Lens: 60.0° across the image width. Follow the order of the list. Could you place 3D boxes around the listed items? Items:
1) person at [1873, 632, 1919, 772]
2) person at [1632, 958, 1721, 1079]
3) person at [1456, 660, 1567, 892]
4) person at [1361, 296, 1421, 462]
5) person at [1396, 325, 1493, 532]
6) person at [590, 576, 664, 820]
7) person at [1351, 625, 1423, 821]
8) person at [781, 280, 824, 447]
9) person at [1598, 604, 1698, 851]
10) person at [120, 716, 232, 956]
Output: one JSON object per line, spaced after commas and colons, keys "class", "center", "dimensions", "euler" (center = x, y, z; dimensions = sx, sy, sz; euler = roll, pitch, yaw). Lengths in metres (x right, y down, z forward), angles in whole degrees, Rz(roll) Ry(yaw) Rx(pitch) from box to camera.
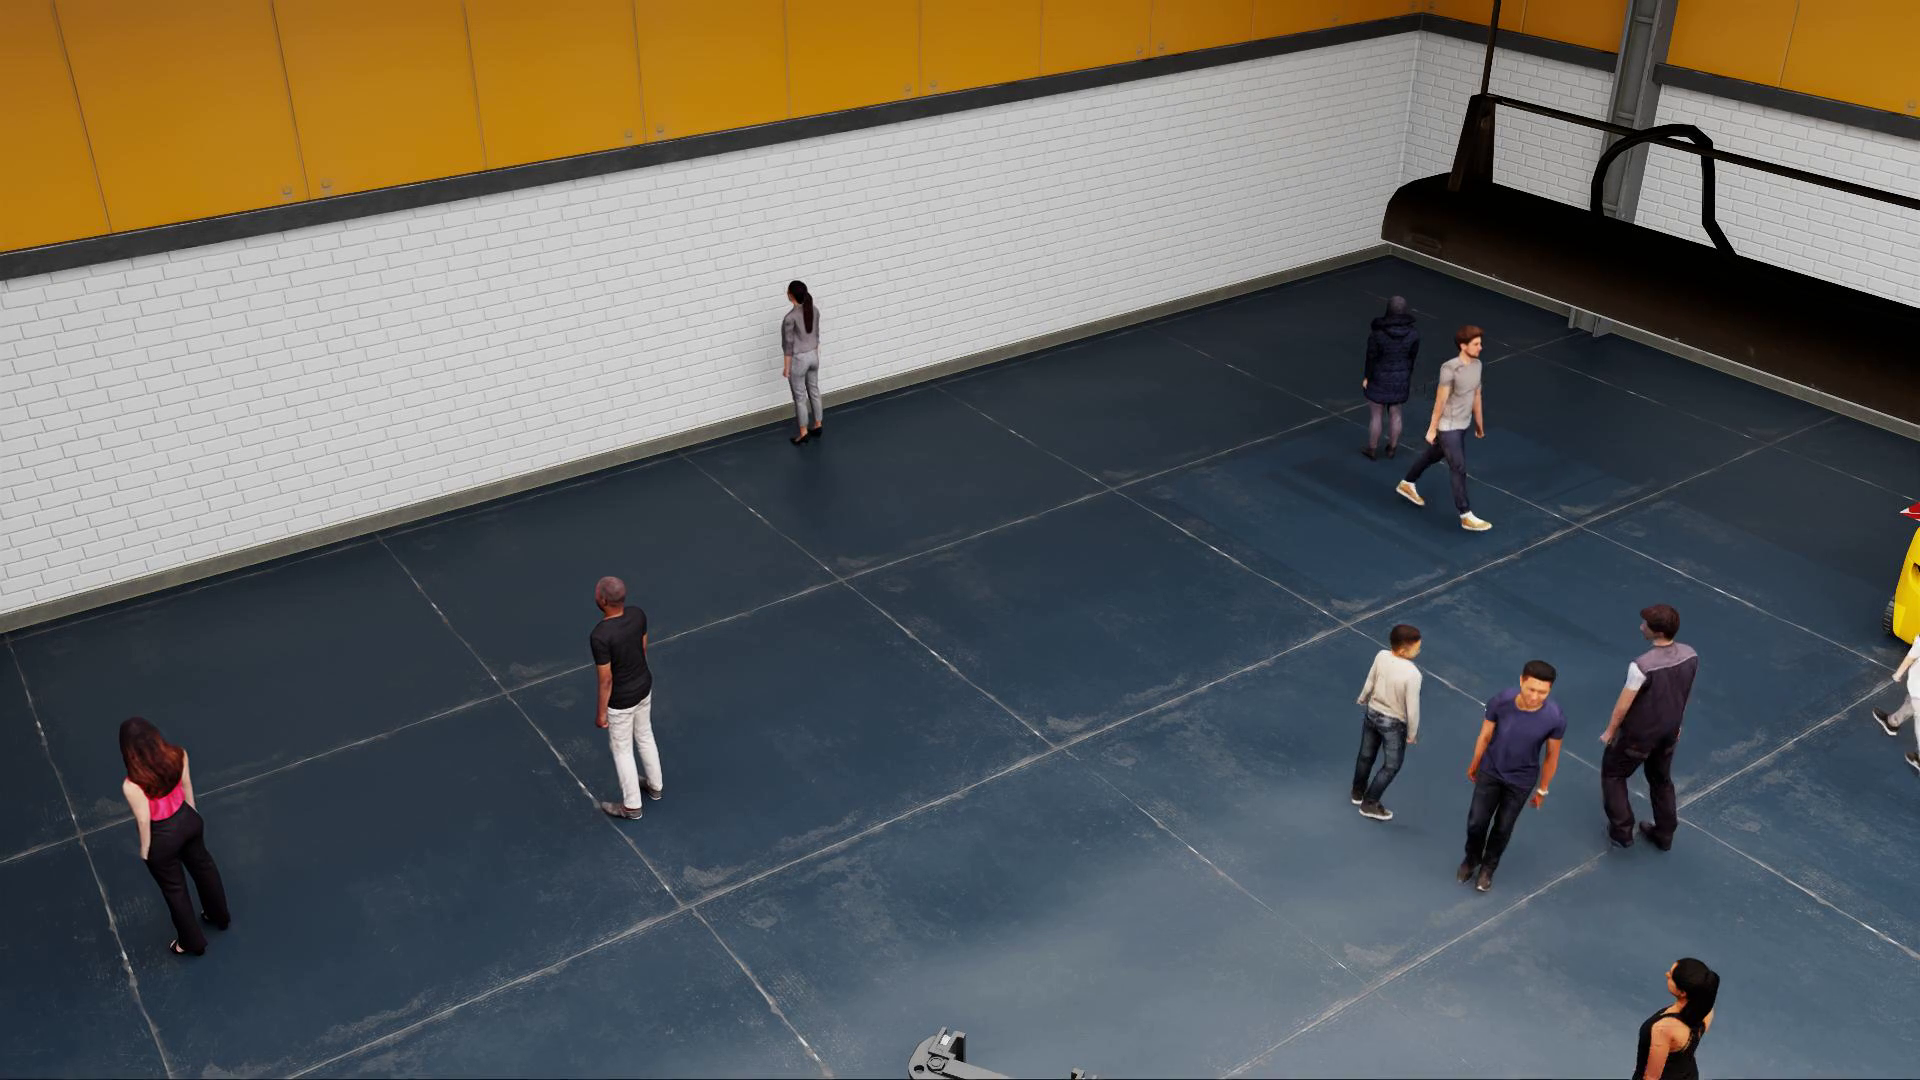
{"class": "person", "center": [6.814, 0.964, 11.617], "dimensions": [0.788, 1.405, 1.014], "euler": [-5, 29, -8]}
{"class": "person", "center": [3.512, 2.725, 8.136], "dimensions": [0.601, 1.647, 0.926], "euler": [-20, 35, -32]}
{"class": "person", "center": [3.456, 1.425, 10.394], "dimensions": [0.716, 1.765, 0.833], "euler": [15, 32, 25]}
{"class": "person", "center": [4.115, -1.554, 15.952], "dimensions": [0.785, 1.673, 0.810], "euler": [-2, 29, -4]}
{"class": "person", "center": [4.310, -1.039, 14.829], "dimensions": [0.733, 1.844, 1.278], "euler": [-22, 36, -35]}
{"class": "person", "center": [-2.228, 1.038, 11.063], "dimensions": [0.751, 1.804, 0.759], "euler": [14, 32, 24]}
{"class": "person", "center": [2.853, 1.215, 11.101], "dimensions": [0.515, 1.458, 0.761], "euler": [22, 36, 35]}
{"class": "person", "center": [-1.540, -1.734, 16.278], "dimensions": [0.659, 1.677, 0.681], "euler": [22, 36, 35]}
{"class": "person", "center": [4.411, 1.268, 10.632], "dimensions": [0.780, 1.814, 0.735], "euler": [-5, 29, -10]}
{"class": "person", "center": [-4.709, 1.747, 9.915], "dimensions": [0.683, 1.660, 0.660], "euler": [10, 30, 18]}
